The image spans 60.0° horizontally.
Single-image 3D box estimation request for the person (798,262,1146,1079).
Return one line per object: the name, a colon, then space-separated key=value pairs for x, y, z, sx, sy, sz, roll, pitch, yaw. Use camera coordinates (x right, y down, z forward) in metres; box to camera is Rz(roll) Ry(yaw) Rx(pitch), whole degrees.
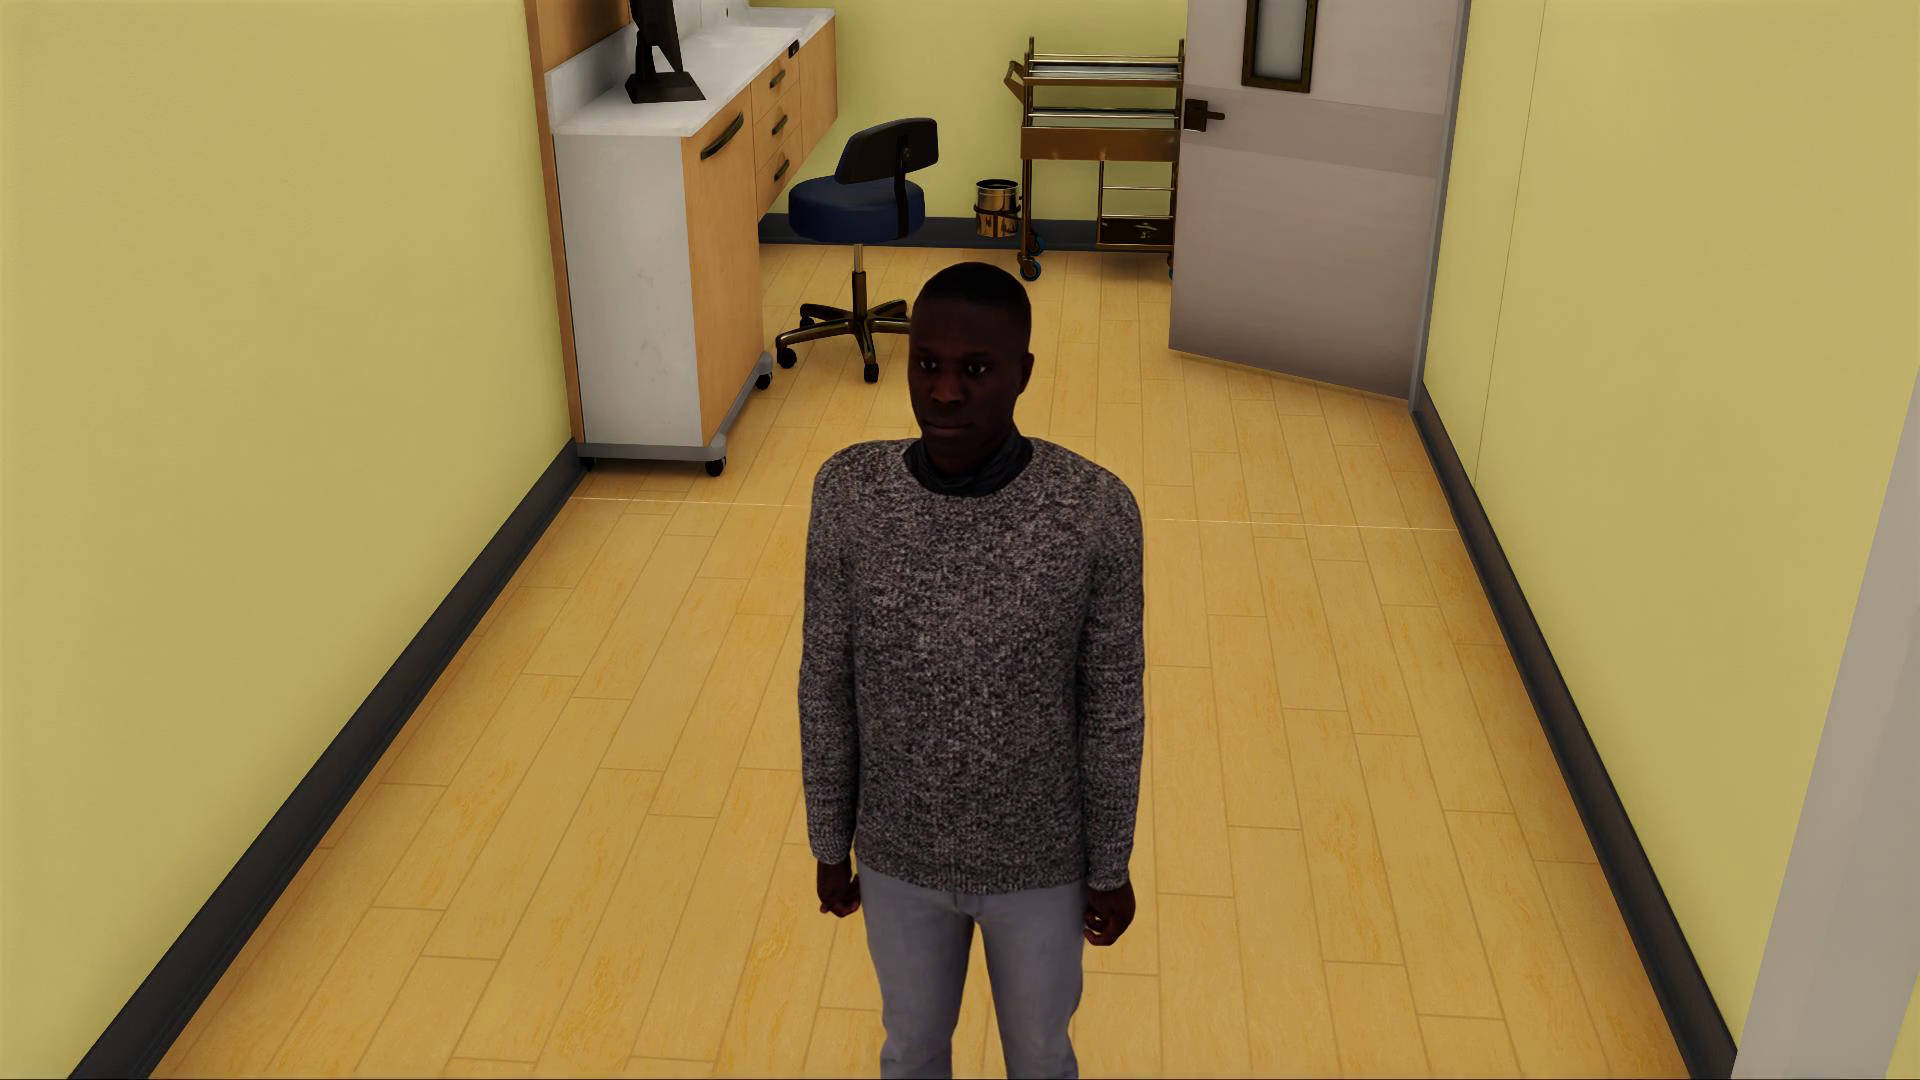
person: x=0.032 y=0.455 z=2.576 sx=0.490 sy=1.835 sz=0.741 roll=4 pitch=26 yaw=9
